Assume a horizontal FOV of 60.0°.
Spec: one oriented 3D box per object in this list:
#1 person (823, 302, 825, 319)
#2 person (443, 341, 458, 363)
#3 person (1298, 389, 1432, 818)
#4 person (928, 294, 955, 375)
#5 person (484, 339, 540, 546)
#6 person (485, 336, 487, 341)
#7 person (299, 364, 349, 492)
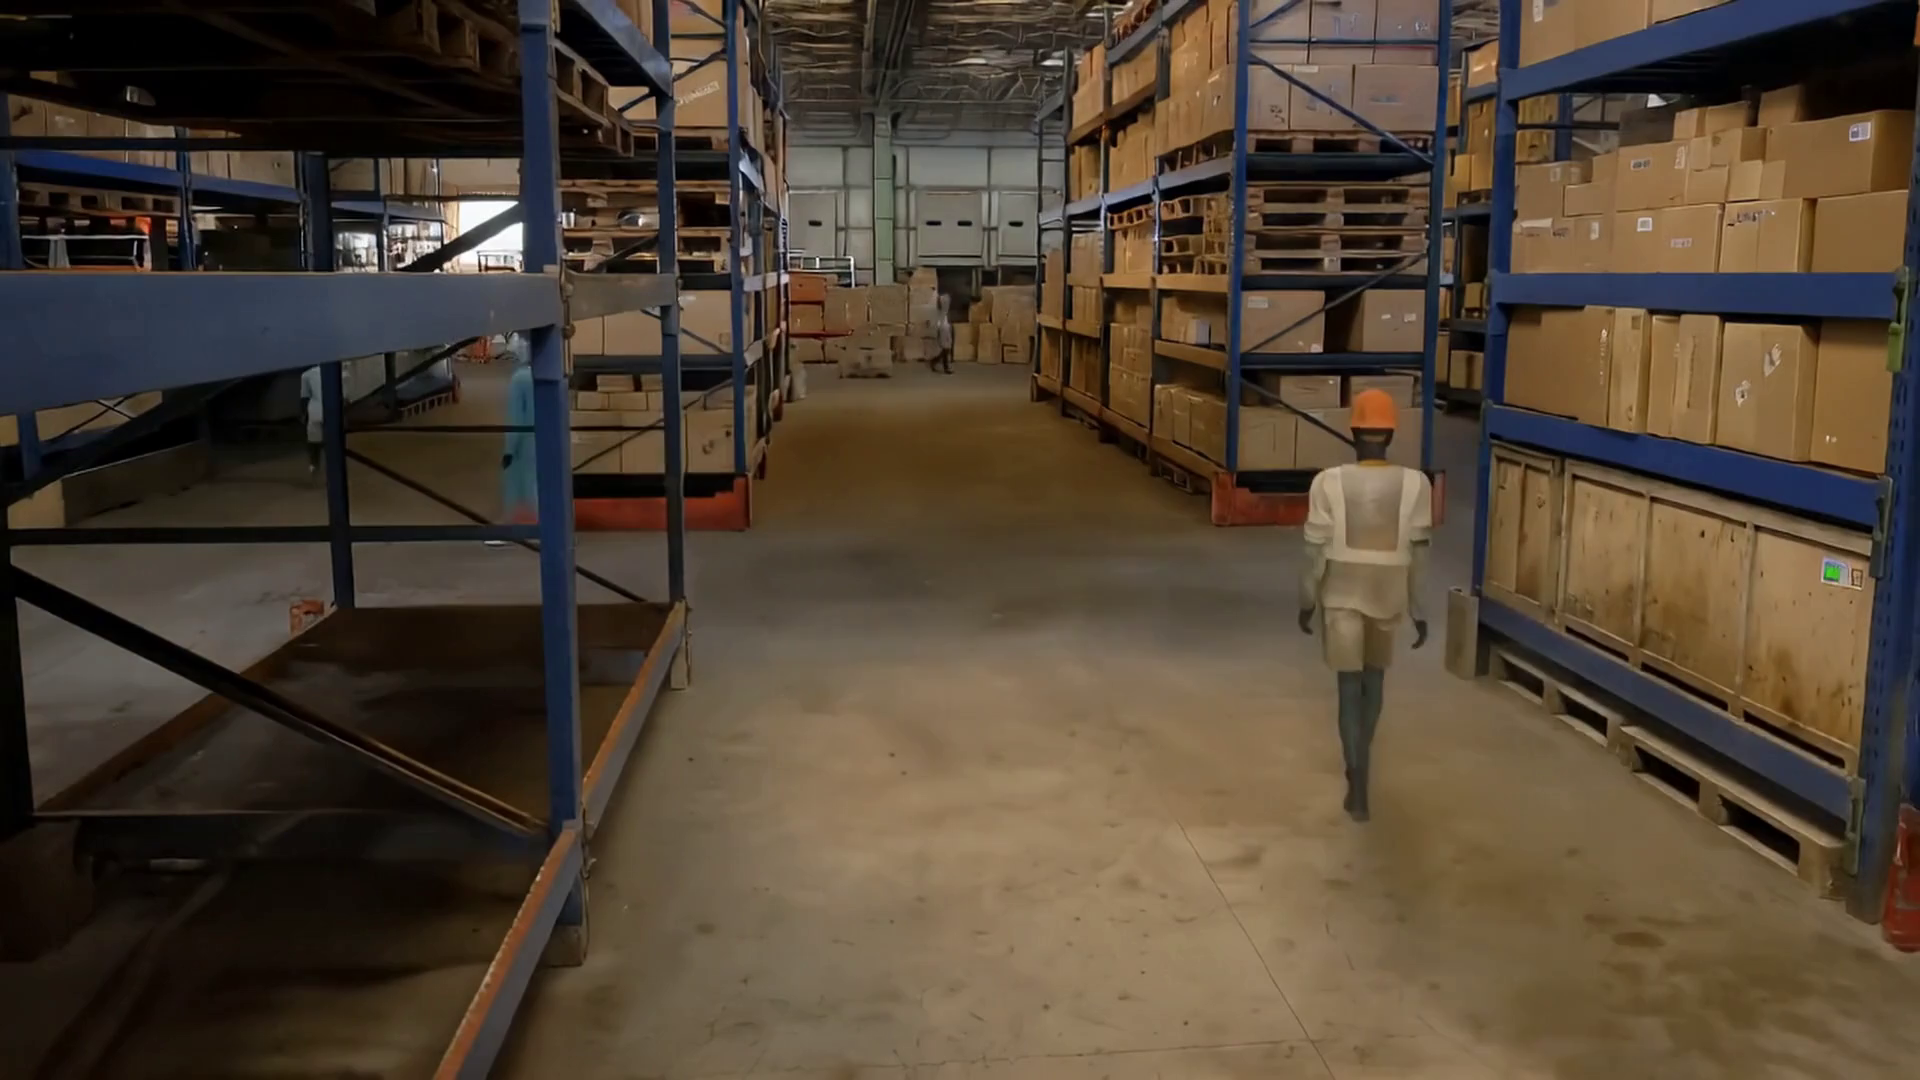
[{"bbox_3d":[-5.032,-7.854,58.487,0.831,1.904,0.655,0,9,0],"label":"person"},{"bbox_3d":[-10.874,-4.009,35.024,0.555,1.679,0.455,-6,11,-35],"label":"person"},{"bbox_3d":[1.847,0.251,7.657,0.565,1.882,0.975,1,9,6],"label":"person"},{"bbox_3d":[-0.411,-4.926,39.946,0.529,1.955,0.626,4,10,22],"label":"person"},{"bbox_3d":[-3.877,-0.831,14.579,0.975,1.835,0.675,0,9,1],"label":"person"},{"bbox_3d":[-17.560,-8.076,60.641,0.791,1.672,0.348,-8,12,-40],"label":"person"},{"bbox_3d":[-7.061,-1.357,18.453,0.540,1.672,0.756,-1,9,-6],"label":"person"}]
